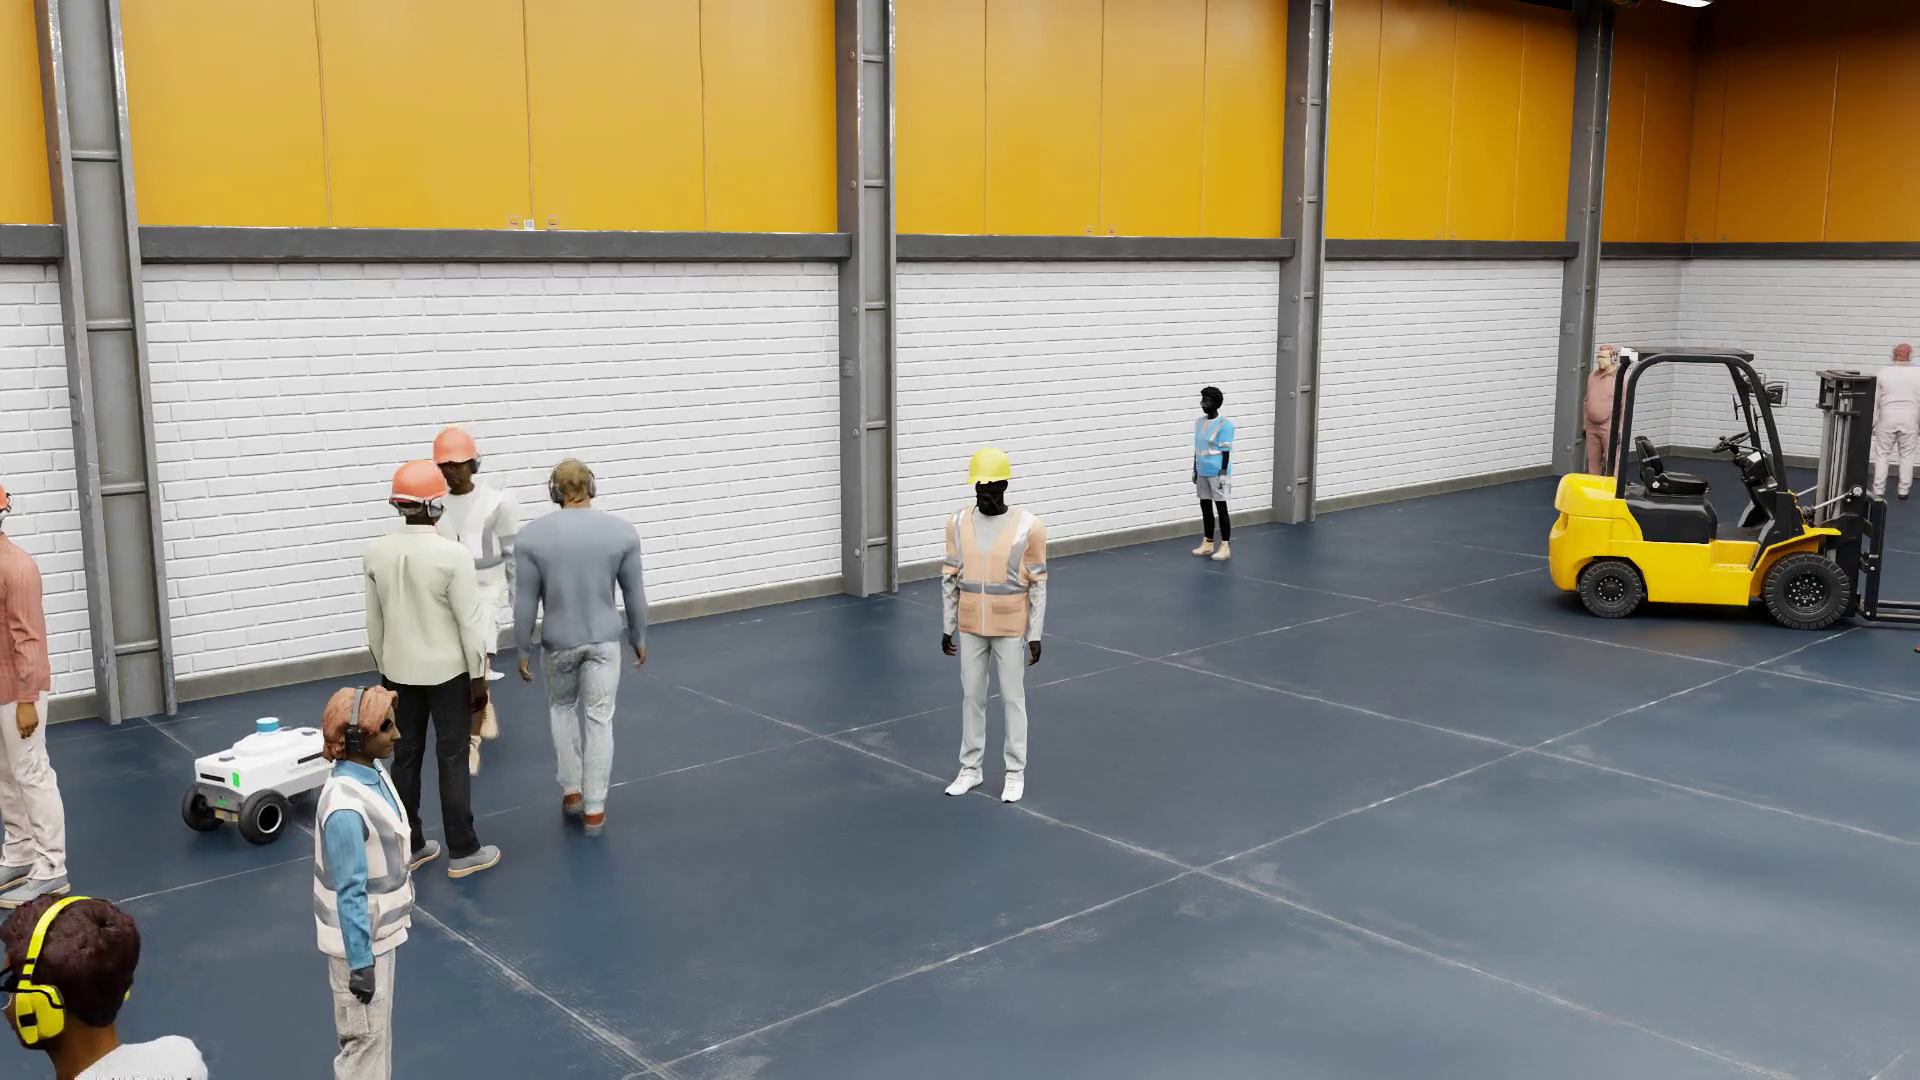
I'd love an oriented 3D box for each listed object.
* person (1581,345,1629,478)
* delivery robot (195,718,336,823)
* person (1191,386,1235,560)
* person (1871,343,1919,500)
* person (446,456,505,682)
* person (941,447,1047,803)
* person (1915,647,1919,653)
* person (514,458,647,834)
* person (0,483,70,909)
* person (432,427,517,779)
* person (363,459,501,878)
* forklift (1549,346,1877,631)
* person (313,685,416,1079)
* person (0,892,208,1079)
[{"bbox_3d":[7.535,-1.323,19.474,0.400,1.910,0.643,-5,11,-26],"label":"person"},{"bbox_3d":[-3.566,1.163,8.602,0.477,0.478,0.707,5,11,27],"label":"delivery robot"},{"bbox_3d":[2.450,-0.656,16.200,0.320,1.692,0.534,-6,11,-30],"label":"person"},{"bbox_3d":[11.338,-1.427,20.148,0.659,1.892,0.397,4,11,24],"label":"person"},{"bbox_3d":[-3.429,0.176,11.484,0.512,1.639,0.311,5,11,25],"label":"person"},{"bbox_3d":[0.171,0.456,8.999,0.594,1.926,0.366,4,10,21],"label":"person"},{"bbox_3d":[7.335,-0.058,12.067,0.406,1.911,0.636,-3,10,-17],"label":"person"},{"bbox_3d":[-1.955,0.523,8.616,0.664,1.913,0.665,-2,10,-14],"label":"person"},{"bbox_3d":[-4.366,0.673,7.566,0.614,1.987,0.407,7,12,36],"label":"person"},{"bbox_3d":[-2.871,0.305,9.738,0.618,1.993,1.077,0,10,-2],"label":"person"},{"bbox_3d":[-2.511,0.611,7.888,0.611,1.997,0.375,3,10,17],"label":"person"},{"bbox_3d":[6.109,-0.478,13.691,2.313,2.155,1.214,3,10,16],"label":"forklift"},{"bbox_3d":[-1.859,1.251,5.218,0.310,1.631,0.508,-2,10,-13],"label":"person"},{"bbox_3d":[-1.425,1.527,2.957,0.586,1.850,0.537,1,10,5],"label":"person"}]
